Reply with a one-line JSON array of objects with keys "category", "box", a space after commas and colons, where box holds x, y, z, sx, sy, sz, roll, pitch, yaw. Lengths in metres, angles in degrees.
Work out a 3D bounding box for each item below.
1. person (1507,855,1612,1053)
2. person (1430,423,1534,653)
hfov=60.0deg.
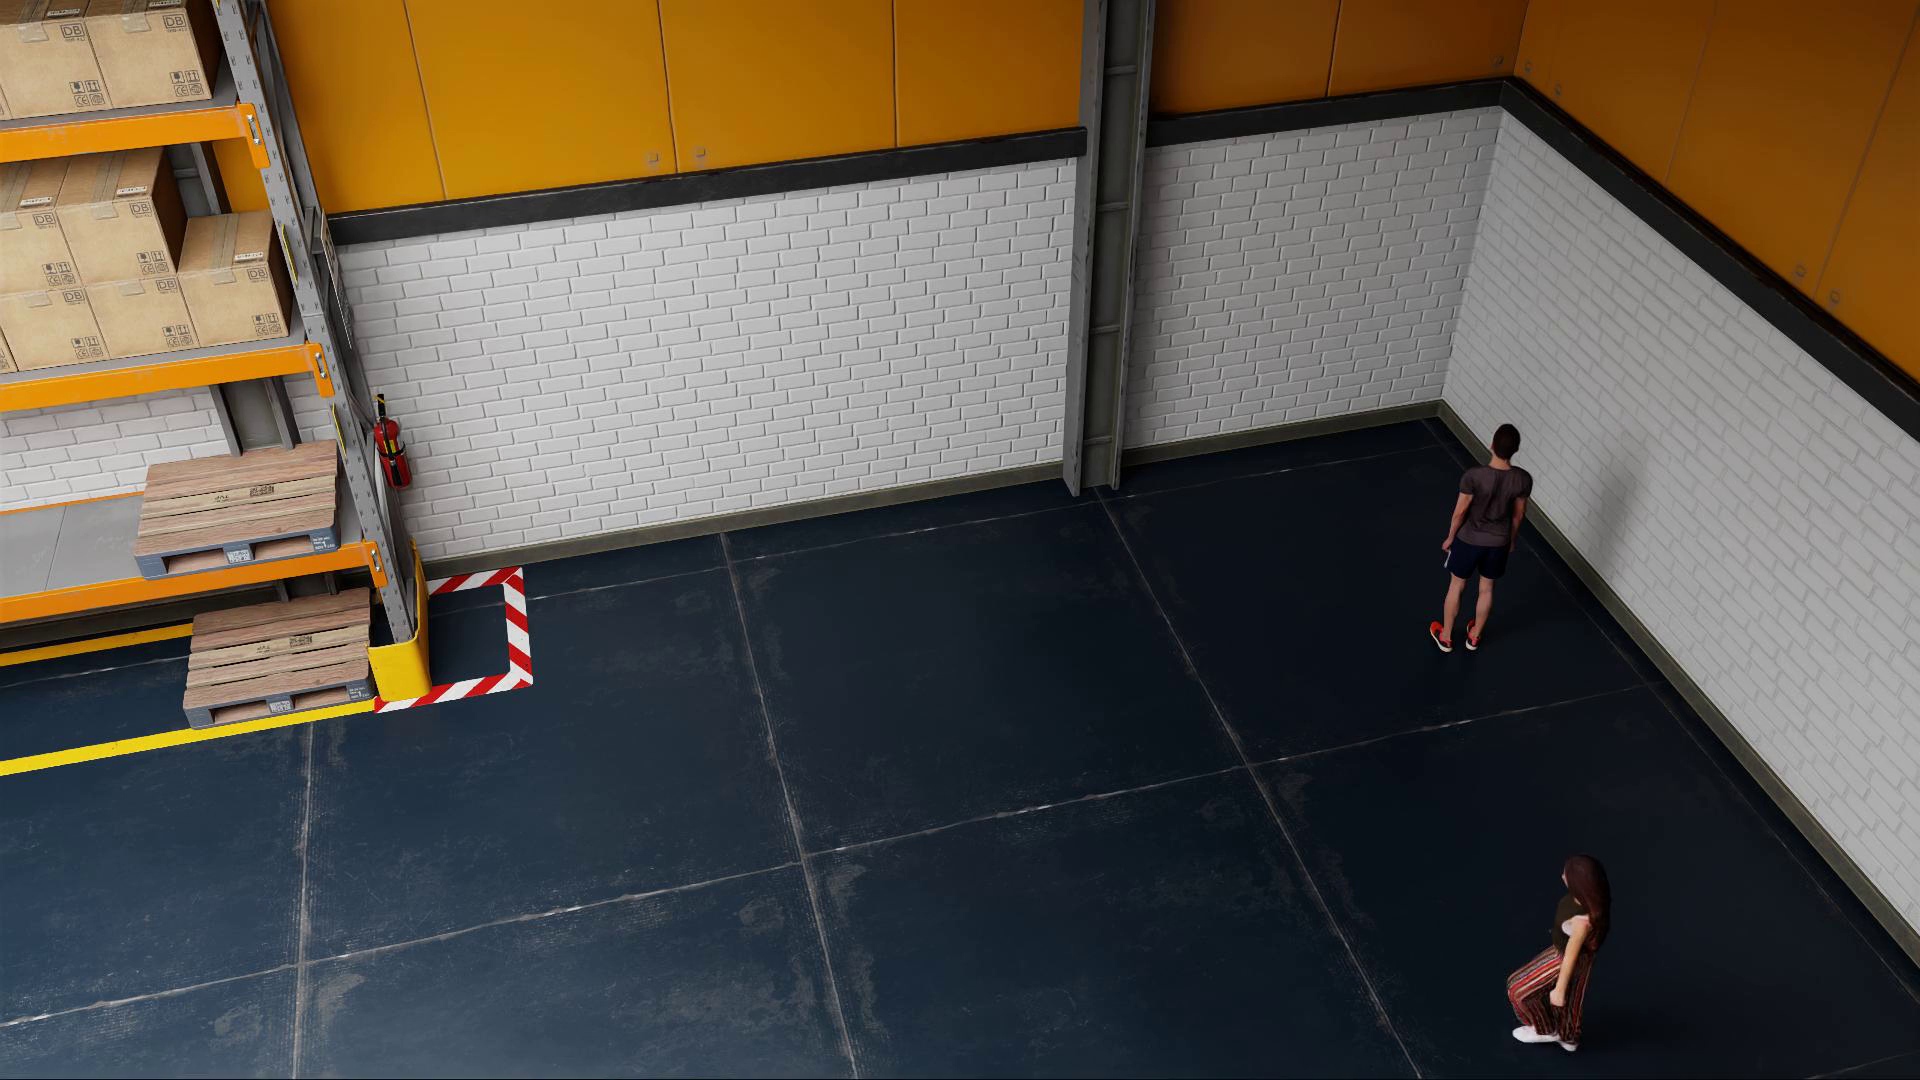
[{"category": "person", "box": [3.291, 2.252, 8.826, 0.881, 1.537, 0.825, 21, 43, 24]}, {"category": "person", "box": [3.575, 0.002, 11.390, 0.582, 1.853, 0.763, 1, 39, 1]}]
